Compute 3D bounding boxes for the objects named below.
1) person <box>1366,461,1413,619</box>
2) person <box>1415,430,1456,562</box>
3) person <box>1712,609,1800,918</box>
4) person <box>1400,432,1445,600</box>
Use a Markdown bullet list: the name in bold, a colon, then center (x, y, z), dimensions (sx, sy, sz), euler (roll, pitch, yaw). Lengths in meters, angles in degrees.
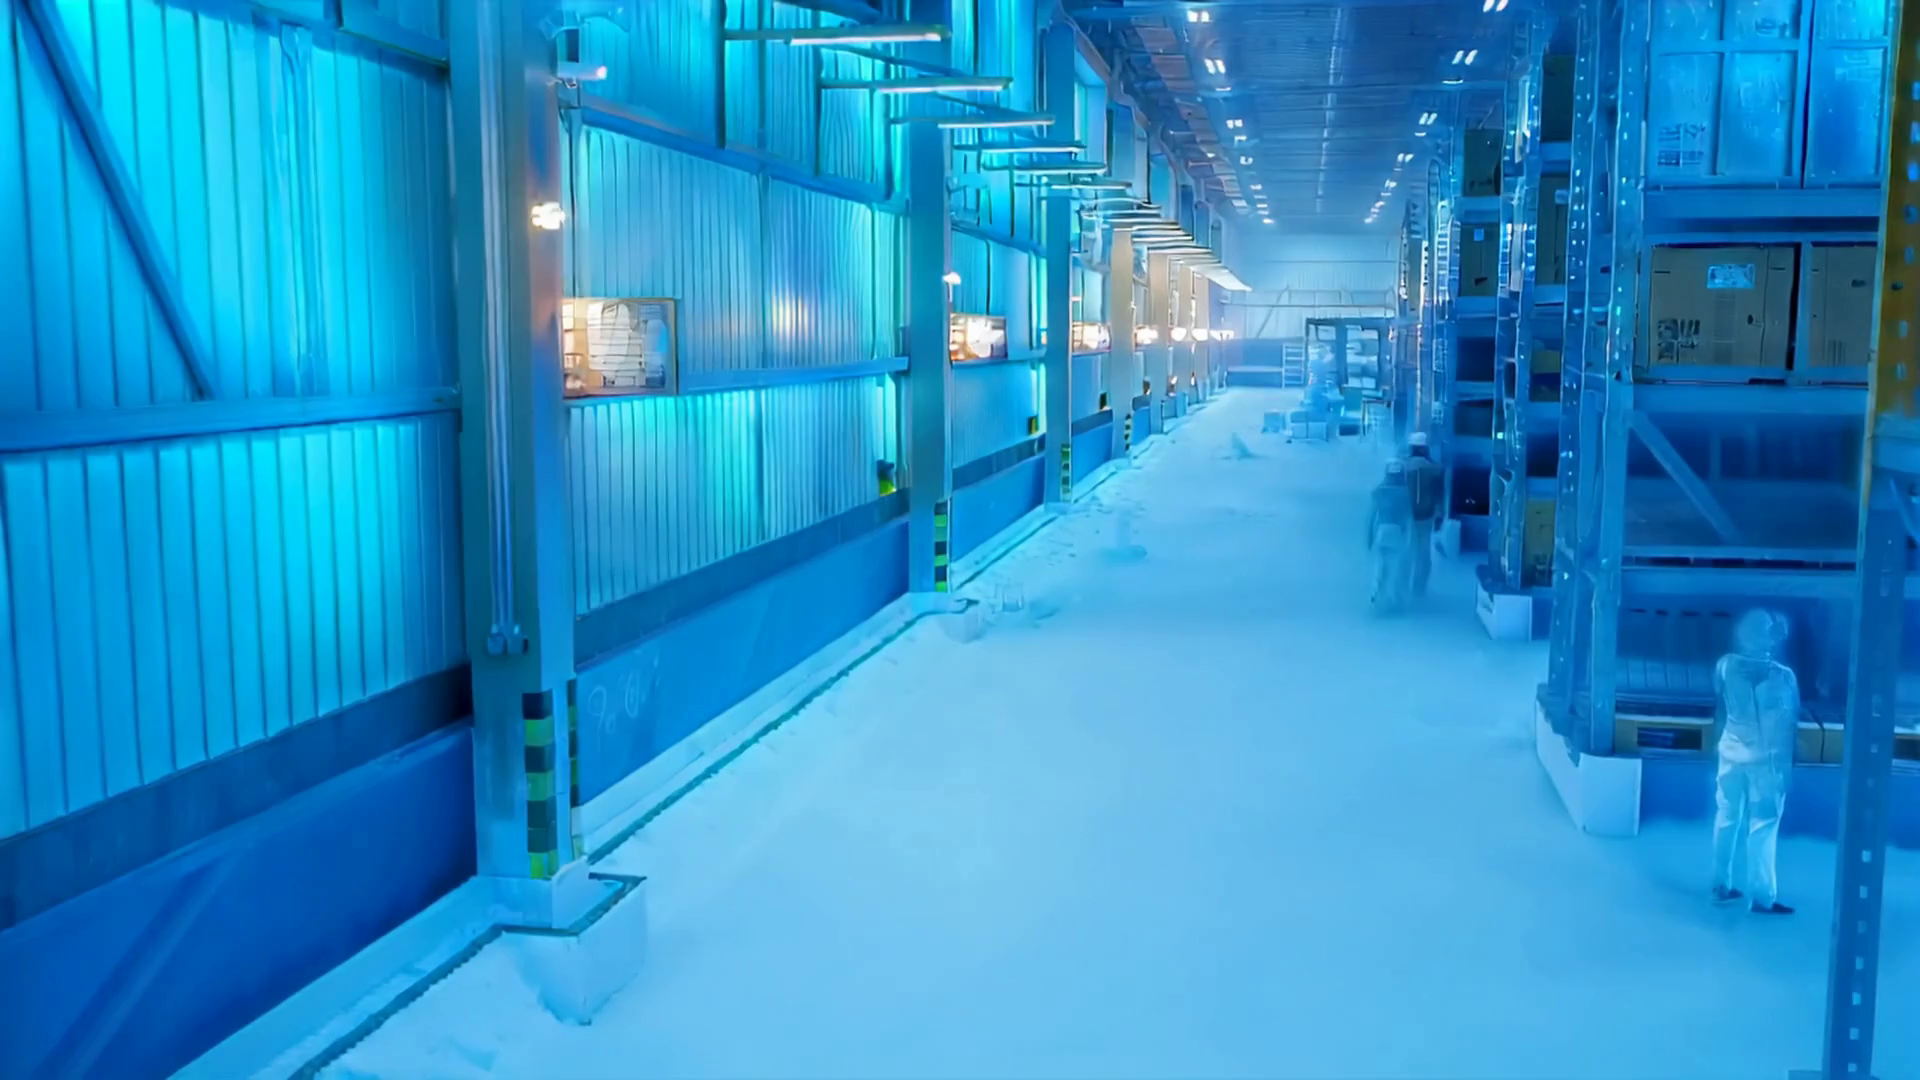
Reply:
- **person**: center (4.631, 0.002, 17.978), dimensions (0.493, 1.716, 0.732), euler (4, 8, 27)
- **person**: center (6.276, -0.601, 22.574), dimensions (0.910, 1.795, 0.616), euler (5, 9, 35)
- **person**: center (4.233, 1.180, 8.868), dimensions (0.309, 1.640, 0.513), euler (-3, 8, -24)
- **person**: center (5.356, -0.296, 19.460), dimensions (0.630, 1.950, 1.031), euler (1, 7, 10)
